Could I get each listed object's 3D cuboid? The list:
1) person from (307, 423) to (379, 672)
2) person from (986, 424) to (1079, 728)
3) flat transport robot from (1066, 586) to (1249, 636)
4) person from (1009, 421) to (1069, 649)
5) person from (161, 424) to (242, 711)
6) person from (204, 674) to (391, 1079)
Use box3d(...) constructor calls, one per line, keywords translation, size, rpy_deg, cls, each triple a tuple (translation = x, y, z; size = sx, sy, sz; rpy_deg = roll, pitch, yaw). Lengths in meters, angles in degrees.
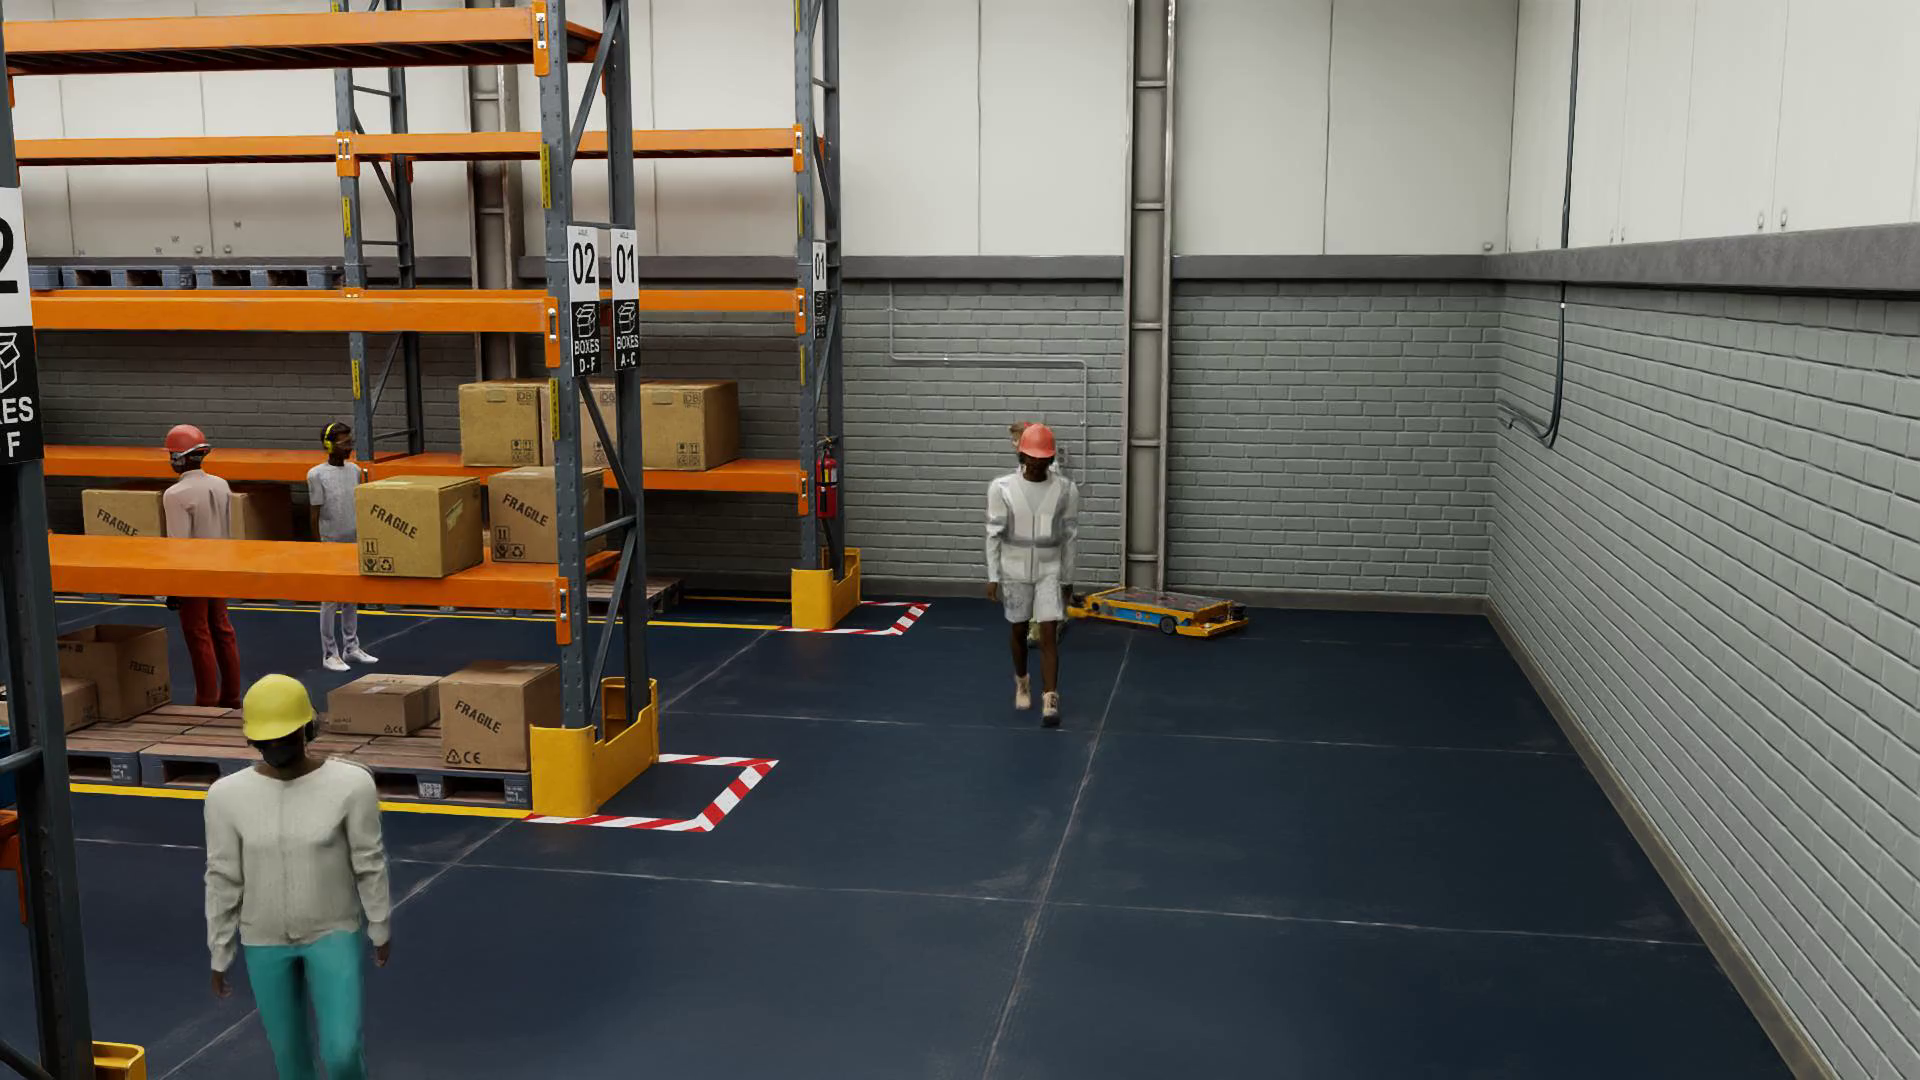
box3d(translation=(-4.651, 0.048, 12.521), size=(0.316, 1.868, 0.531), rpy_deg=(4, 10, 22), cls="person")
box3d(translation=(0.481, 0.230, 11.015), size=(0.618, 1.986, 1.038), rpy_deg=(0, 9, 1), cls="person")
box3d(translation=(1.668, 0.587, 14.116), size=(1.431, 0.197, 0.652), rpy_deg=(8, 12, 40), cls="flat transport robot")
box3d(translation=(0.585, -0.022, 13.084), size=(0.447, 1.821, 0.591), rpy_deg=(-2, 9, -14), cls="person")
box3d(translation=(-5.034, 0.233, 10.981), size=(0.393, 1.992, 0.622), rpy_deg=(1, 9, 9), cls="person")
box3d(translation=(-2.092, 1.276, 5.256), size=(0.537, 1.745, 0.434), rpy_deg=(-2, 9, -11), cls="person")
